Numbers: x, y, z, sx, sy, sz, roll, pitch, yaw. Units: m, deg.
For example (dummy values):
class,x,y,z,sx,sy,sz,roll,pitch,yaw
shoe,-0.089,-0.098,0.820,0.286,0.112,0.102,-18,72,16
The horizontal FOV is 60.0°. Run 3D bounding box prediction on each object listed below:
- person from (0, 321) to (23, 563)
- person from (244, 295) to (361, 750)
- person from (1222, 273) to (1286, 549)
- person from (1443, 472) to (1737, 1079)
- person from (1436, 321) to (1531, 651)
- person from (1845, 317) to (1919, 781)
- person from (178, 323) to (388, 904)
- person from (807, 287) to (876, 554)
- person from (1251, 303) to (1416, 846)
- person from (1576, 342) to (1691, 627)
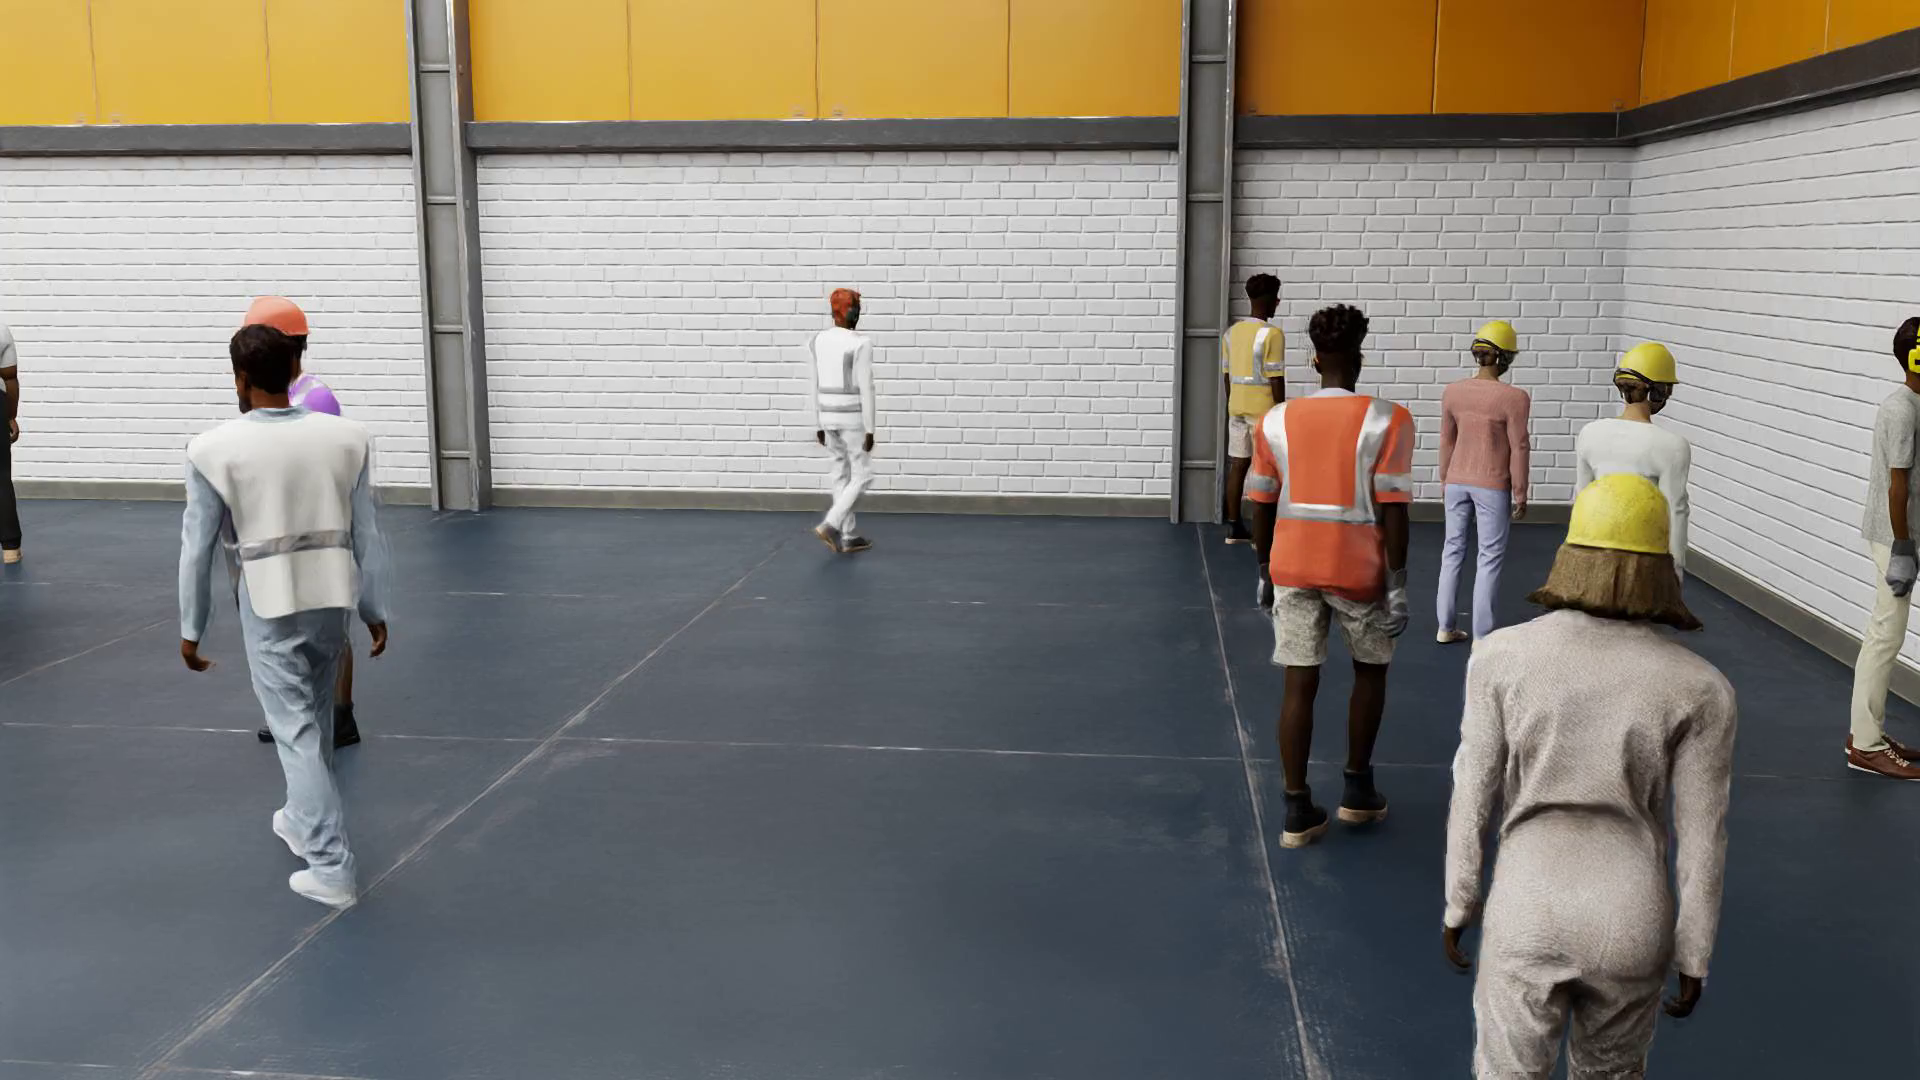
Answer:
class,x,y,z,sx,sy,sz,roll,pitch,yaw
person,-6.713,-0.836,11.196,0.681,2.000,0.538,-7,12,-36
person,-2.814,-0.056,7.028,0.549,1.936,0.376,9,13,42
person,2.119,-0.920,11.893,0.361,1.964,0.626,-6,11,-30
person,1.158,0.738,3.122,0.506,1.709,0.676,4,11,21
person,2.783,-0.278,8.828,0.343,1.755,0.531,-8,13,-39
person,3.850,0.023,6.769,0.329,1.873,0.512,5,11,28
person,-2.297,0.227,5.569,0.910,1.877,0.615,9,13,42
person,-0.812,-0.810,11.535,0.584,1.874,0.667,7,12,36
person,1.359,0.115,6.059,0.632,1.928,0.694,6,11,30
person,2.725,0.079,6.777,0.337,1.757,0.517,-6,12,-32
